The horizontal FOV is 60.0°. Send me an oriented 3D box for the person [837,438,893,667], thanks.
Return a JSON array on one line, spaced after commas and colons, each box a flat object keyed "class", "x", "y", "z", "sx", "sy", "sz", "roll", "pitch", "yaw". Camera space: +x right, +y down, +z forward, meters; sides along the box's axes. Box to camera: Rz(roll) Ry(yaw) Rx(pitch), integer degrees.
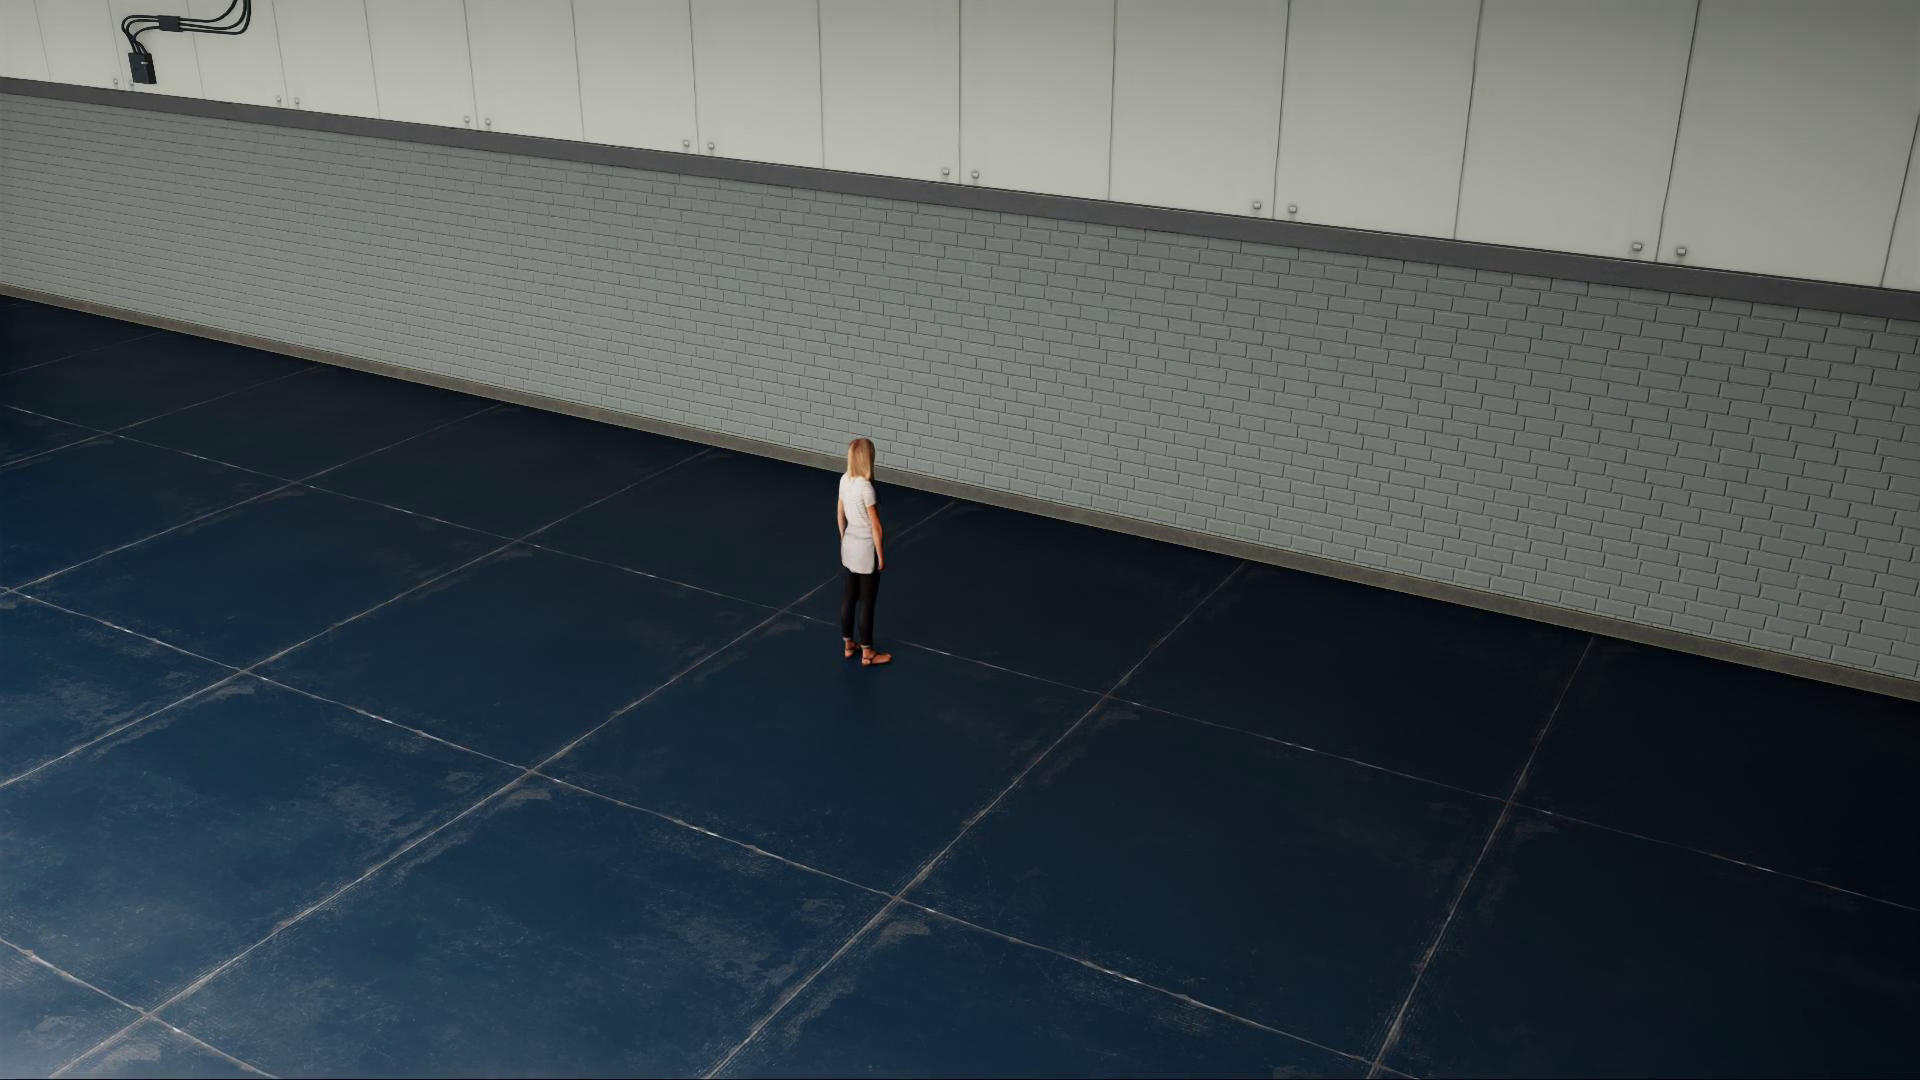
[{"class": "person", "x": -0.769, "y": 0.088, "z": 12.818, "sx": 0.631, "sy": 1.824, "sz": 0.673, "roll": -20, "pitch": 30, "yaw": -39}]
